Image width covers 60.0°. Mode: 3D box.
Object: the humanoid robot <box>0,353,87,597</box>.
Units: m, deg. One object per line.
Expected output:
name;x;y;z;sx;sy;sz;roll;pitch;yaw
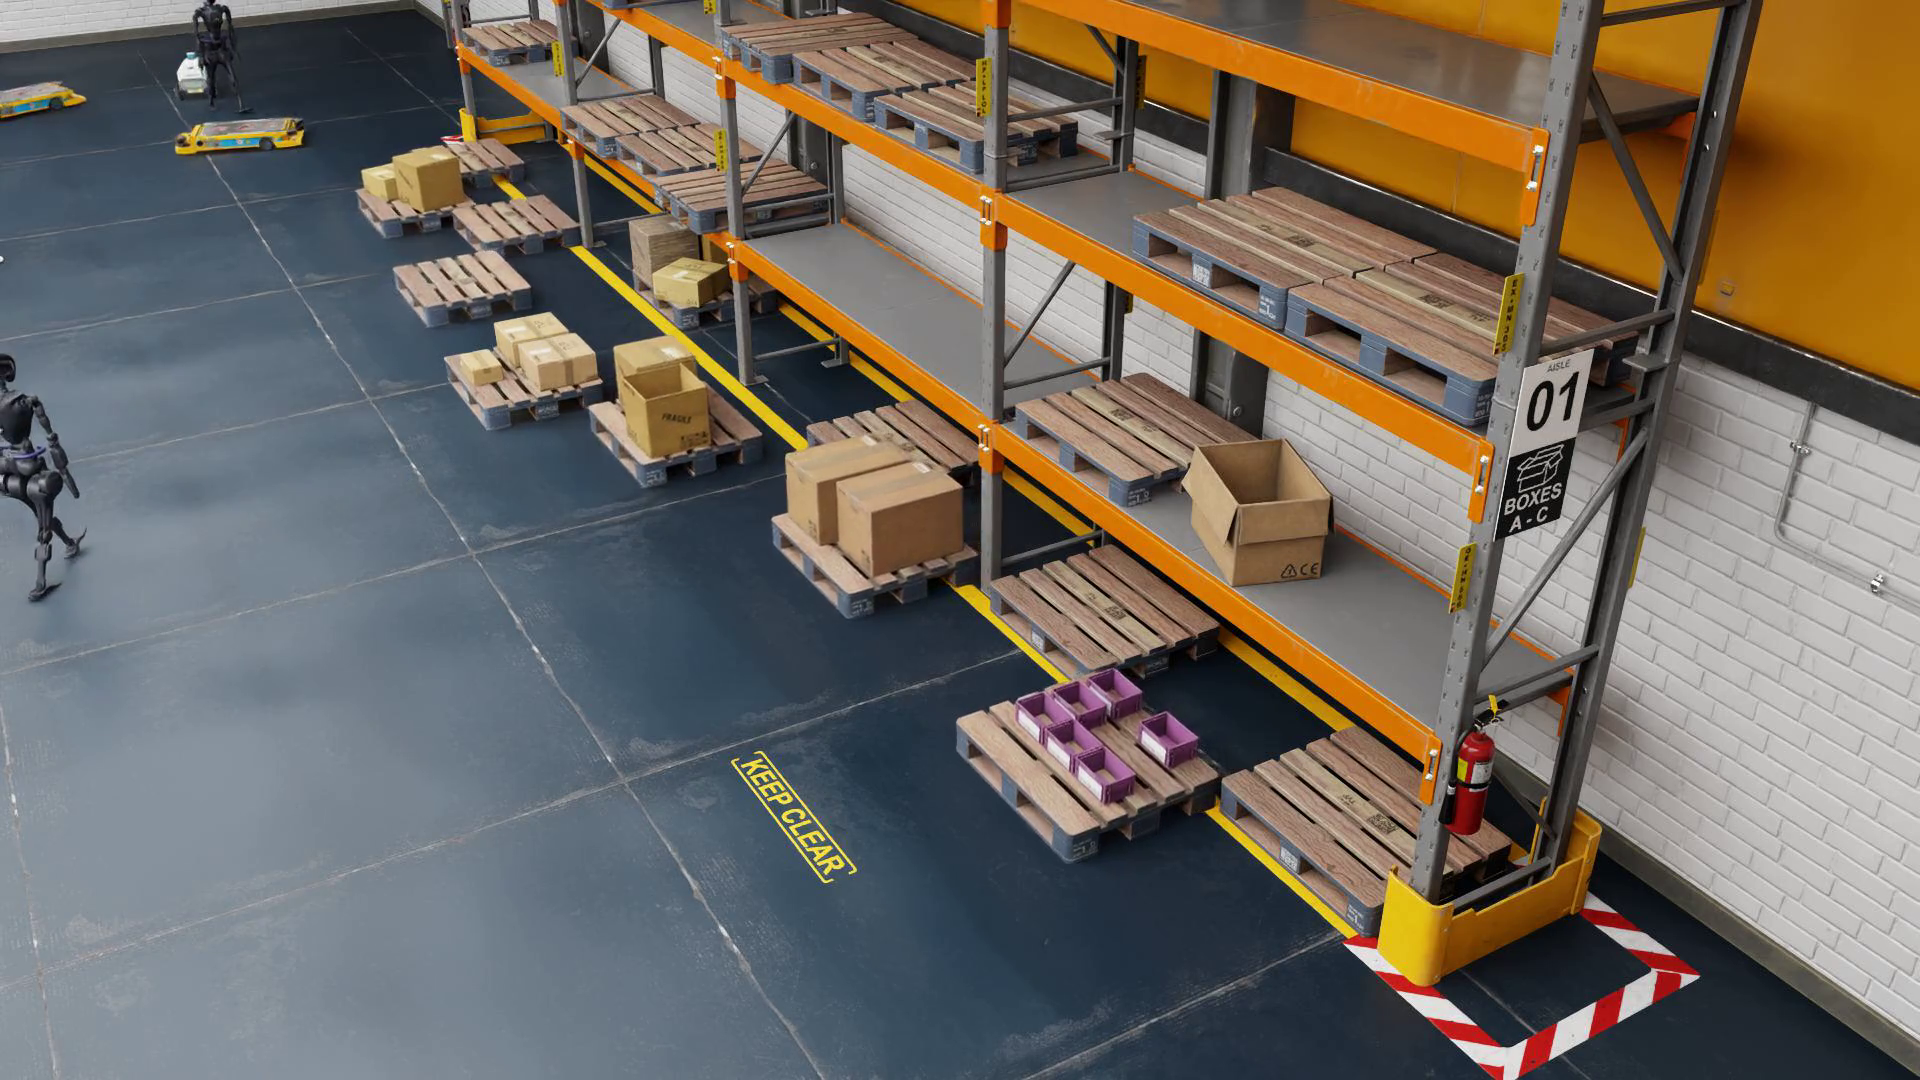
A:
humanoid robot;-6.211;-0.483;11.101;0.598;1.622;0.793;5;30;9

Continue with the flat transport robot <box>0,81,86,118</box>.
flat transport robot;-12.279;-5.704;21.703;0.659;0.231;1.431;21;36;32

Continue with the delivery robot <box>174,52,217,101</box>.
delivery robot;-10.280;-6.231;22.354;0.499;0.606;0.807;-8;30;-13

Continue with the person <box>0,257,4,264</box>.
person;-9.864;-3.486;16.329;0.465;1.706;0.368;-5;30;-9

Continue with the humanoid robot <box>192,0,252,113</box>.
humanoid robot;-9.566;-6.311;21.403;0.794;1.625;0.589;19;35;30

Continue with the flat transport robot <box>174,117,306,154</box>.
flat transport robot;-8.801;-4.946;20.363;1.431;0.231;0.659;-7;30;-12
